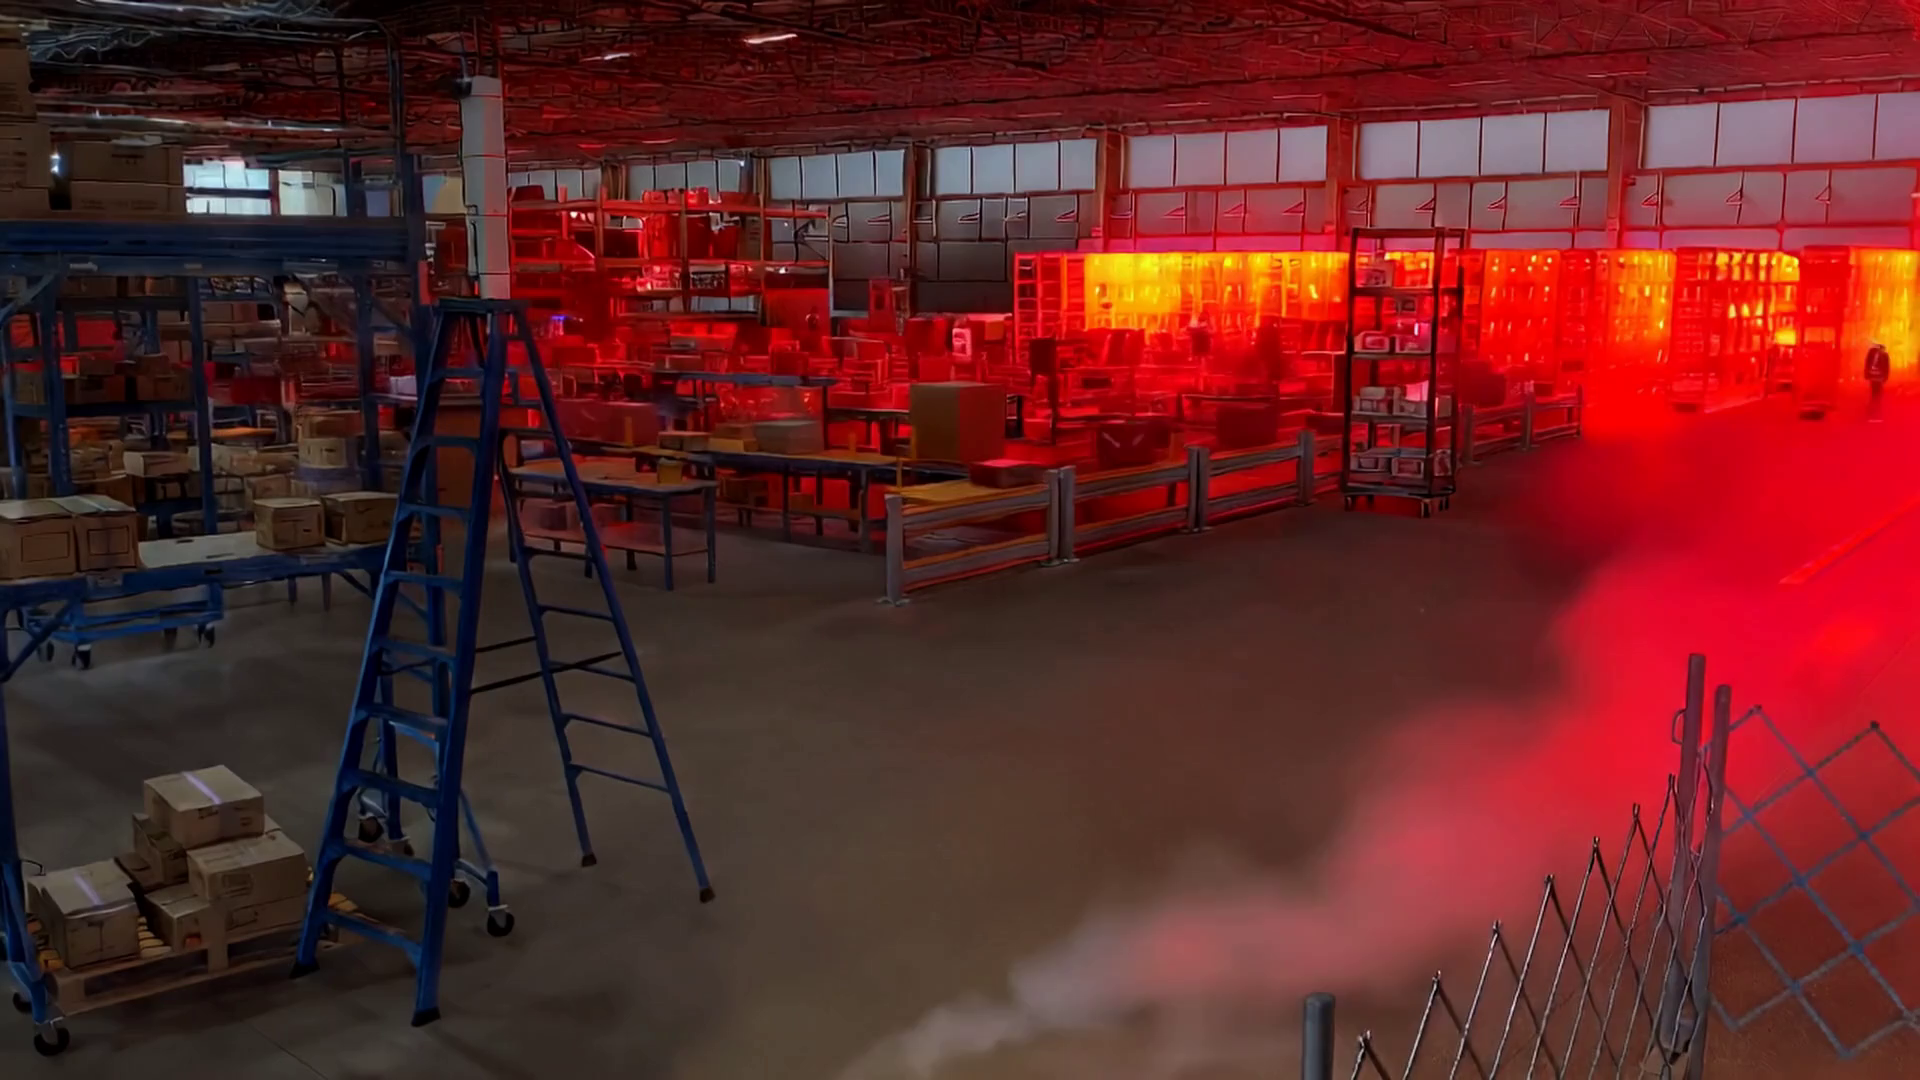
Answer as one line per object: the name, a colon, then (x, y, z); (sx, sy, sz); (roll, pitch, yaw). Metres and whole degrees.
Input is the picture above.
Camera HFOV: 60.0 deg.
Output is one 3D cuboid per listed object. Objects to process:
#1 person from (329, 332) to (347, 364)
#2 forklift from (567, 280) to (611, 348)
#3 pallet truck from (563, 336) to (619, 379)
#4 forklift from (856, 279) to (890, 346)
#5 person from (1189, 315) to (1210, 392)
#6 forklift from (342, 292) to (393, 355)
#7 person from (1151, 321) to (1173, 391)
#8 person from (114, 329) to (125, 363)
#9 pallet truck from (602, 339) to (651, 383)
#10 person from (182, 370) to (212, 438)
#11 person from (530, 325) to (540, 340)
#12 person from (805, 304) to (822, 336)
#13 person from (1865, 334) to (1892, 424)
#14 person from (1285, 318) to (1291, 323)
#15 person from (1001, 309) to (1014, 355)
person: (-16.126, -4.781, 43.255); (0.604, 1.804, 0.854); (6, 11, 34)
forklift: (-11.349, -6.730, 52.036); (1.873, 2.768, 1.129); (7, 11, 37)
pallet truck: (-10.690, -5.294, 48.215); (1.601, 1.201, 0.680); (-5, 10, -26)
forklift: (-3.365, -9.531, 69.517); (1.873, 2.768, 1.129); (7, 11, 37)
person: (6.156, -4.765, 42.585); (0.421, 1.986, 0.609); (-6, 11, -34)
forklift: (-16.485, -5.622, 45.120); (1.129, 2.768, 1.873); (7, 11, 37)
person: (4.882, -4.307, 39.931); (0.641, 1.913, 0.407); (-6, 11, -32)
person: (-21.909, -4.684, 43.236); (0.698, 1.610, 0.508); (-4, 10, -25)
pallet truck: (-8.991, -4.871, 45.351); (0.653, 1.274, 1.630); (7, 11, 37)
person: (-9.480, -1.174, 20.578); (0.729, 1.844, 0.504); (4, 10, 22)
person: (-11.206, -4.846, 44.008); (0.326, 1.687, 0.532); (-3, 10, -20)
person: (-5.303, -7.587, 60.333); (0.603, 1.922, 0.792); (2, 9, 9)
person: (18.576, -3.250, 33.622); (0.439, 1.815, 0.624); (1, 9, 4)
person: (8.962, -5.142, 45.470); (0.595, 1.810, 0.866); (8, 12, 42)
person: (1.774, -7.734, 61.875); (0.480, 1.732, 0.345); (0, 9, 2)
